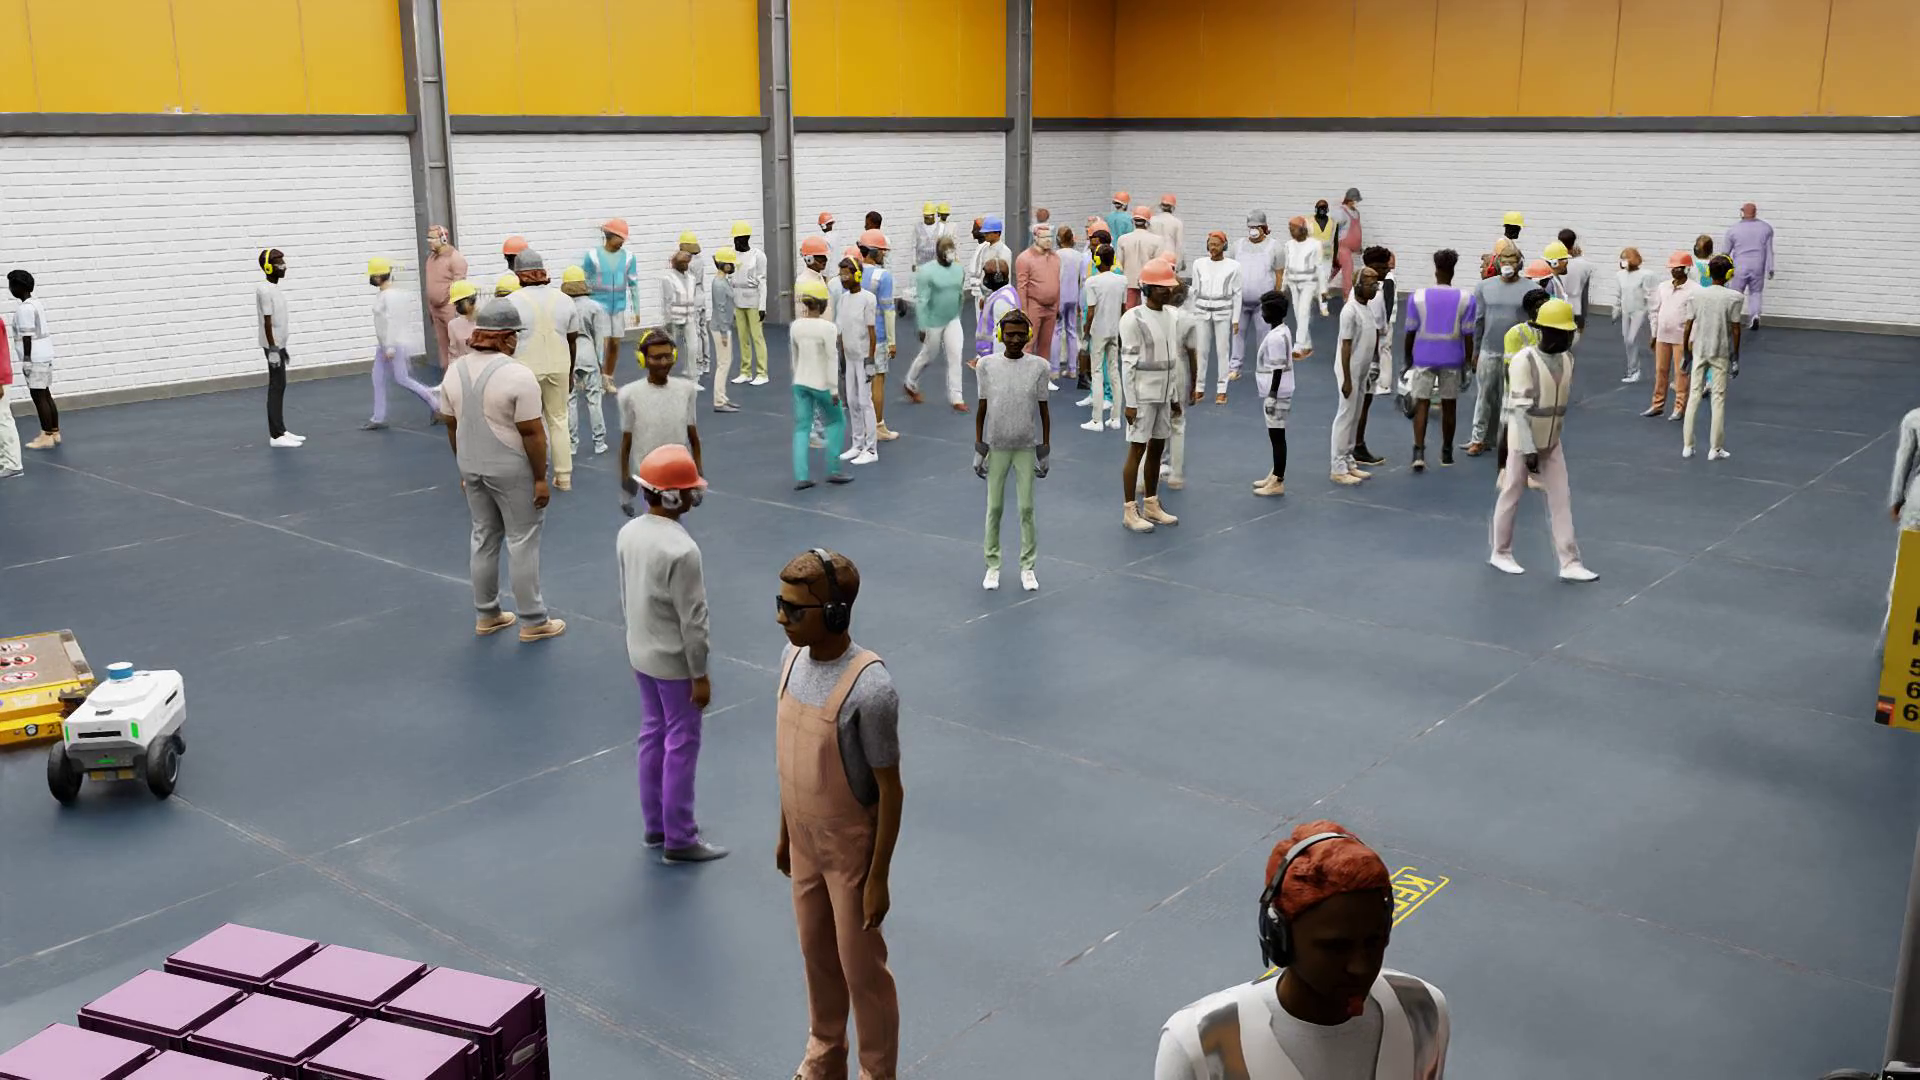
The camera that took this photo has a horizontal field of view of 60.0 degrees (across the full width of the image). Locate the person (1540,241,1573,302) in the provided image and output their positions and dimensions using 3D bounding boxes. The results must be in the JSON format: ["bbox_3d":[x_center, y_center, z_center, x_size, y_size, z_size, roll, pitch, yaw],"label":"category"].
[{"bbox_3d":[6.098,-2.162,17.227,0.404,1.836,0.592,7,16,25],"label":"person"}]

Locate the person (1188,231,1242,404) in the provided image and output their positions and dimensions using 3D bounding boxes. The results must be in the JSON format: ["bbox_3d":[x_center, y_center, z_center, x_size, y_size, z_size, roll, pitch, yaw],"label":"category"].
[{"bbox_3d":[2.784,-2.434,18.221,0.573,1.883,0.356,6,15,24],"label":"person"}]

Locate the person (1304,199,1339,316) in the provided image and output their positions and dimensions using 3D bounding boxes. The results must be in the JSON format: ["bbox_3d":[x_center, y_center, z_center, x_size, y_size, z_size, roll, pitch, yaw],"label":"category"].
[{"bbox_3d":[5.732,-4.497,26.550,0.622,1.844,0.429,-1,14,-2],"label":"person"}]

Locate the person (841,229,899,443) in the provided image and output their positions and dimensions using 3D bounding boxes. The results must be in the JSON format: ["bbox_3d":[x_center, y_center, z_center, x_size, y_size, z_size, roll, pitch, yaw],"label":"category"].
[{"bbox_3d":[-0.849,-1.963,16.028,0.615,2.034,0.395,10,17,36],"label":"person"}]

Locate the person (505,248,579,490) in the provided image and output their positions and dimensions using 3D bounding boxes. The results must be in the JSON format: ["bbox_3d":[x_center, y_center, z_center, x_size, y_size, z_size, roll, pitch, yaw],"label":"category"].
[{"bbox_3d":[-3.517,-1.405,13.788,0.684,2.000,0.535,-10,17,-34],"label":"person"}]

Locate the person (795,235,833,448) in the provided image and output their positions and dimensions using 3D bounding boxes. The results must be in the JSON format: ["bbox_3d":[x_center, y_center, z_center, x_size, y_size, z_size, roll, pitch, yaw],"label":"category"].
[{"bbox_3d":[-1.374,-1.879,15.774,0.381,1.993,0.622,2,14,9],"label":"person"}]

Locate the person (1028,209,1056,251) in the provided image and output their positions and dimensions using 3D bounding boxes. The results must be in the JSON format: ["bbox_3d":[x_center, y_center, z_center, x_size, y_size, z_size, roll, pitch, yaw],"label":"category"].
[{"bbox_3d":[1.393,-4.914,28.724,0.519,1.596,0.862,5,15,20],"label":"person"}]

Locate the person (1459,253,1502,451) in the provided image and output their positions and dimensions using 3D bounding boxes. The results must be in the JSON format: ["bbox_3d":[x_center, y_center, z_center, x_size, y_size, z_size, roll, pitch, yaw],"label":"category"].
[{"bbox_3d":[4.967,-1.755,15.582,0.389,1.846,0.567,9,16,31],"label":"person"}]

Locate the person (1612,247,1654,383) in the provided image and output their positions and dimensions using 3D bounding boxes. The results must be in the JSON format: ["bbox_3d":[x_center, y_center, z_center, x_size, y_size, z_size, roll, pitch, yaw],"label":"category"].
[{"bbox_3d":[7.938,-2.645,19.615,0.467,1.601,0.522,-7,16,-26],"label":"person"}]

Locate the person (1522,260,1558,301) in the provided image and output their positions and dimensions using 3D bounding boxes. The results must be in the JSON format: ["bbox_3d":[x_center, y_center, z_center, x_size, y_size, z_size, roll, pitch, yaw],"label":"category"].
[{"bbox_3d":[5.467,-1.784,15.881,0.327,1.753,0.561,11,18,38],"label":"person"}]

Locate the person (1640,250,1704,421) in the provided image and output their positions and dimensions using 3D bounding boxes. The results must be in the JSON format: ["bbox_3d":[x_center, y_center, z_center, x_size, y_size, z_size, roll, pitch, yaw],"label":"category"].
[{"bbox_3d":[7.378,-2.112,17.193,0.329,1.751,0.567,-9,17,-31],"label":"person"}]

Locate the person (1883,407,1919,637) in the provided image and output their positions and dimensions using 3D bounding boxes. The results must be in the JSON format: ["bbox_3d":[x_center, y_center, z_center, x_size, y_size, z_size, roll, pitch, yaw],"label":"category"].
[{"bbox_3d":[5.694,-0.217,9.694,0.490,1.725,0.599,11,18,36],"label":"person"}]

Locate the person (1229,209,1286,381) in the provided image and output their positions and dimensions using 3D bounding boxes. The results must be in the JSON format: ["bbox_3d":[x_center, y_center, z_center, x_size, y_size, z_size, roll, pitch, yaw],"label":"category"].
[{"bbox_3d":[3.478,-2.892,19.732,0.684,2.000,0.538,6,15,22],"label":"person"}]

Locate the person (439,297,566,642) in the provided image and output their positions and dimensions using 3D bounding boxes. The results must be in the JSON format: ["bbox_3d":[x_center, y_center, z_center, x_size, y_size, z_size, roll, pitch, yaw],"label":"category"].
[{"bbox_3d":[-2.676,-0.425,9.873,0.688,2.000,0.536,7,16,27],"label":"person"}]

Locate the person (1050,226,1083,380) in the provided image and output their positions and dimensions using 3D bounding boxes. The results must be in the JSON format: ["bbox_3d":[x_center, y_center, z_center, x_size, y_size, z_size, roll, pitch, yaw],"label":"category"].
[{"bbox_3d":[1.246,-2.826,19.898,0.518,1.835,0.357,-7,16,-27],"label":"person"}]

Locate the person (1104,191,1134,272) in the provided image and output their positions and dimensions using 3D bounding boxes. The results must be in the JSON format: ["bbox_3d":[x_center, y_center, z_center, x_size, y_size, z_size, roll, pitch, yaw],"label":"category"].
[{"bbox_3d":[2.512,-4.455,26.065,0.610,1.996,0.378,14,19,43],"label":"person"}]

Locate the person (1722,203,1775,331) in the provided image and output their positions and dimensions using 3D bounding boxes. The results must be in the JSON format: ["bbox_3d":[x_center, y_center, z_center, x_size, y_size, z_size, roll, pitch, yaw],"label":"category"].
[{"bbox_3d":[11.540,-3.976,24.374,0.695,1.888,0.757,3,14,12],"label":"person"}]

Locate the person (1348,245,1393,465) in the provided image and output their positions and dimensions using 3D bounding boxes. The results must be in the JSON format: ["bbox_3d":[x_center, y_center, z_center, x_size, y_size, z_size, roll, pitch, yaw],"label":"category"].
[{"bbox_3d":[3.657,-1.665,14.984,0.372,1.962,0.609,-1,14,-4],"label":"person"}]

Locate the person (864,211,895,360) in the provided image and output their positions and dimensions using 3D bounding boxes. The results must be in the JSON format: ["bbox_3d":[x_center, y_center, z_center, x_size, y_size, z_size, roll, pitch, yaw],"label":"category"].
[{"bbox_3d":[-1.060,-3.289,21.572,0.374,1.914,0.596,-7,16,-27],"label":"person"}]

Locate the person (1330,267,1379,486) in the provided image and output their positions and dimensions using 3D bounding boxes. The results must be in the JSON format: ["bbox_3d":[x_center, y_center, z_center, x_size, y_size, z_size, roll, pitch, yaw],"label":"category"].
[{"bbox_3d":[3.367,-1.396,14.149,0.345,1.845,0.505,9,17,31],"label":"person"}]

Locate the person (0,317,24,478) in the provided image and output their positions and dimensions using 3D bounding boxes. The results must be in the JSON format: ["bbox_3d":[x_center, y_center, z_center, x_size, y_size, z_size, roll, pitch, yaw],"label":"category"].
[{"bbox_3d":[-8.419,-1.406,14.409,0.351,1.738,0.573,-13,19,-43],"label":"person"}]

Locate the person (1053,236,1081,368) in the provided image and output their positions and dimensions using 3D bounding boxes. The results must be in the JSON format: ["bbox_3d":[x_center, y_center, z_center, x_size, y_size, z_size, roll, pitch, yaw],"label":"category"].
[{"bbox_3d":[1.356,-2.986,20.770,0.569,1.726,0.716,-12,18,-39],"label":"person"}]

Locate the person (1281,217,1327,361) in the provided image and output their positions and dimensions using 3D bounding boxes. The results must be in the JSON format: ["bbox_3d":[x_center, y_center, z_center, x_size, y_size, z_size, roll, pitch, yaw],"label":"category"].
[{"bbox_3d":[4.455,-3.269,21.649,0.805,1.845,0.656,-12,18,-39],"label":"person"}]

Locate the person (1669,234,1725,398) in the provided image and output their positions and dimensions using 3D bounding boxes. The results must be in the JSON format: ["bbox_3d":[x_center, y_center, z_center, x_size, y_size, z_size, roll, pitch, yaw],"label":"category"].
[{"bbox_3d":[8.346,-2.524,18.736,0.513,1.817,0.905,0,14,1],"label":"person"}]

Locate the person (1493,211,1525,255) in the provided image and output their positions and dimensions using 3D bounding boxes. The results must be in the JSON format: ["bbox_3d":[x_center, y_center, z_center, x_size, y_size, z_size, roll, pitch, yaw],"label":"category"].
[{"bbox_3d":[7.059,-3.281,21.520,0.385,1.922,0.594,6,15,24],"label":"person"}]

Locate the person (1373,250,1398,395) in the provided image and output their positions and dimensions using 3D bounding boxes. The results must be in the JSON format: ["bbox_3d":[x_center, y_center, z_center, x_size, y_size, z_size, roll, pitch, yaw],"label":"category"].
[{"bbox_3d":[4.784,-2.463,18.829,0.308,1.639,0.524,1,14,5],"label":"person"}]

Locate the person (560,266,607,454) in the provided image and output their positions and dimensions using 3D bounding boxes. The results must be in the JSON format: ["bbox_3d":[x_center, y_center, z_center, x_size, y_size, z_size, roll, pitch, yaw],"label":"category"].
[{"bbox_3d":[-3.548,-1.669,15.450,0.487,1.741,0.312,-3,14,-11],"label":"person"}]

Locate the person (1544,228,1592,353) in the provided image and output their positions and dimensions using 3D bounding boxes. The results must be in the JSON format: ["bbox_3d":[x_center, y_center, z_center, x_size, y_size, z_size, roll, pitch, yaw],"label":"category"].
[{"bbox_3d":[6.666,-2.467,18.332,0.589,1.901,0.558,-2,14,-8],"label":"person"}]

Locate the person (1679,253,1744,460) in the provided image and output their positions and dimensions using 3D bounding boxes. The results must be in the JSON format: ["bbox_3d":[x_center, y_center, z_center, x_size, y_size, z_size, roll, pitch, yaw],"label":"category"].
[{"bbox_3d":[6.855,-1.669,15.190,0.521,1.873,0.334,12,18,40],"label":"person"}]

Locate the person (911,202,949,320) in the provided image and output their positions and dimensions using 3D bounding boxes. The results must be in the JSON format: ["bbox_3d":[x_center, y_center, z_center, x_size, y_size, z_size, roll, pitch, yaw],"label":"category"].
[{"bbox_3d":[-0.470,-4.358,26.017,0.597,1.828,0.403,0,14,2],"label":"person"}]

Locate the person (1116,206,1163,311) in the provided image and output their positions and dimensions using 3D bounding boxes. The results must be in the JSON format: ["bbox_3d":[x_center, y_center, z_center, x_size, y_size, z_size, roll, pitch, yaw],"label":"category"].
[{"bbox_3d":[2.317,-3.297,21.443,0.622,1.992,0.396,4,15,15],"label":"person"}]

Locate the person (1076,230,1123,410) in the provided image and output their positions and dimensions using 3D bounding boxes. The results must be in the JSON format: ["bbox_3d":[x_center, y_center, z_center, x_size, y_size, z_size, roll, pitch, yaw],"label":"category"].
[{"bbox_3d":[1.527,-2.361,17.854,0.383,1.918,0.597,-8,16,-28],"label":"person"}]

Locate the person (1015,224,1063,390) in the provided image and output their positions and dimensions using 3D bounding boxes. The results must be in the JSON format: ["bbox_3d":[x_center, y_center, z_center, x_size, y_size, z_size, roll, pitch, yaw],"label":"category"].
[{"bbox_3d":[0.929,-2.637,18.984,0.642,1.909,0.399,-11,18,-39],"label":"person"}]

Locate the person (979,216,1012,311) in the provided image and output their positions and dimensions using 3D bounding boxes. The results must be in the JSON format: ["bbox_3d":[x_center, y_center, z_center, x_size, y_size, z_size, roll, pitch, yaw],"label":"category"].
[{"bbox_3d":[0.418,-2.927,20.085,0.410,1.940,0.613,-5,15,-21],"label":"person"}]

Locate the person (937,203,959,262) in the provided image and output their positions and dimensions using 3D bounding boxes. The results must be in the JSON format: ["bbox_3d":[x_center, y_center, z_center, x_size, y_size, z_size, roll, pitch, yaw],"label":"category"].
[{"bbox_3d":[-0.272,-4.667,27.414,0.518,1.759,0.347,-5,15,-18],"label":"person"}]

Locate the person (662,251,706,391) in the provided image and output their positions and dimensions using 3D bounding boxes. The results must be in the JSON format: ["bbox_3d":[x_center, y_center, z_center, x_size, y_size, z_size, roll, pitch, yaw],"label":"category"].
[{"bbox_3d":[-3.288,-2.540,19.220,0.777,1.608,0.514,12,18,40],"label":"person"}]

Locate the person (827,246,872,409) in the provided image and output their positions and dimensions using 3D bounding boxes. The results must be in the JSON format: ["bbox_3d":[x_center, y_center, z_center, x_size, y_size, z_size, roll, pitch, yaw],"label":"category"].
[{"bbox_3d":[-1.128,-2.267,17.821,0.563,1.749,0.330,4,15,14],"label":"person"}]
